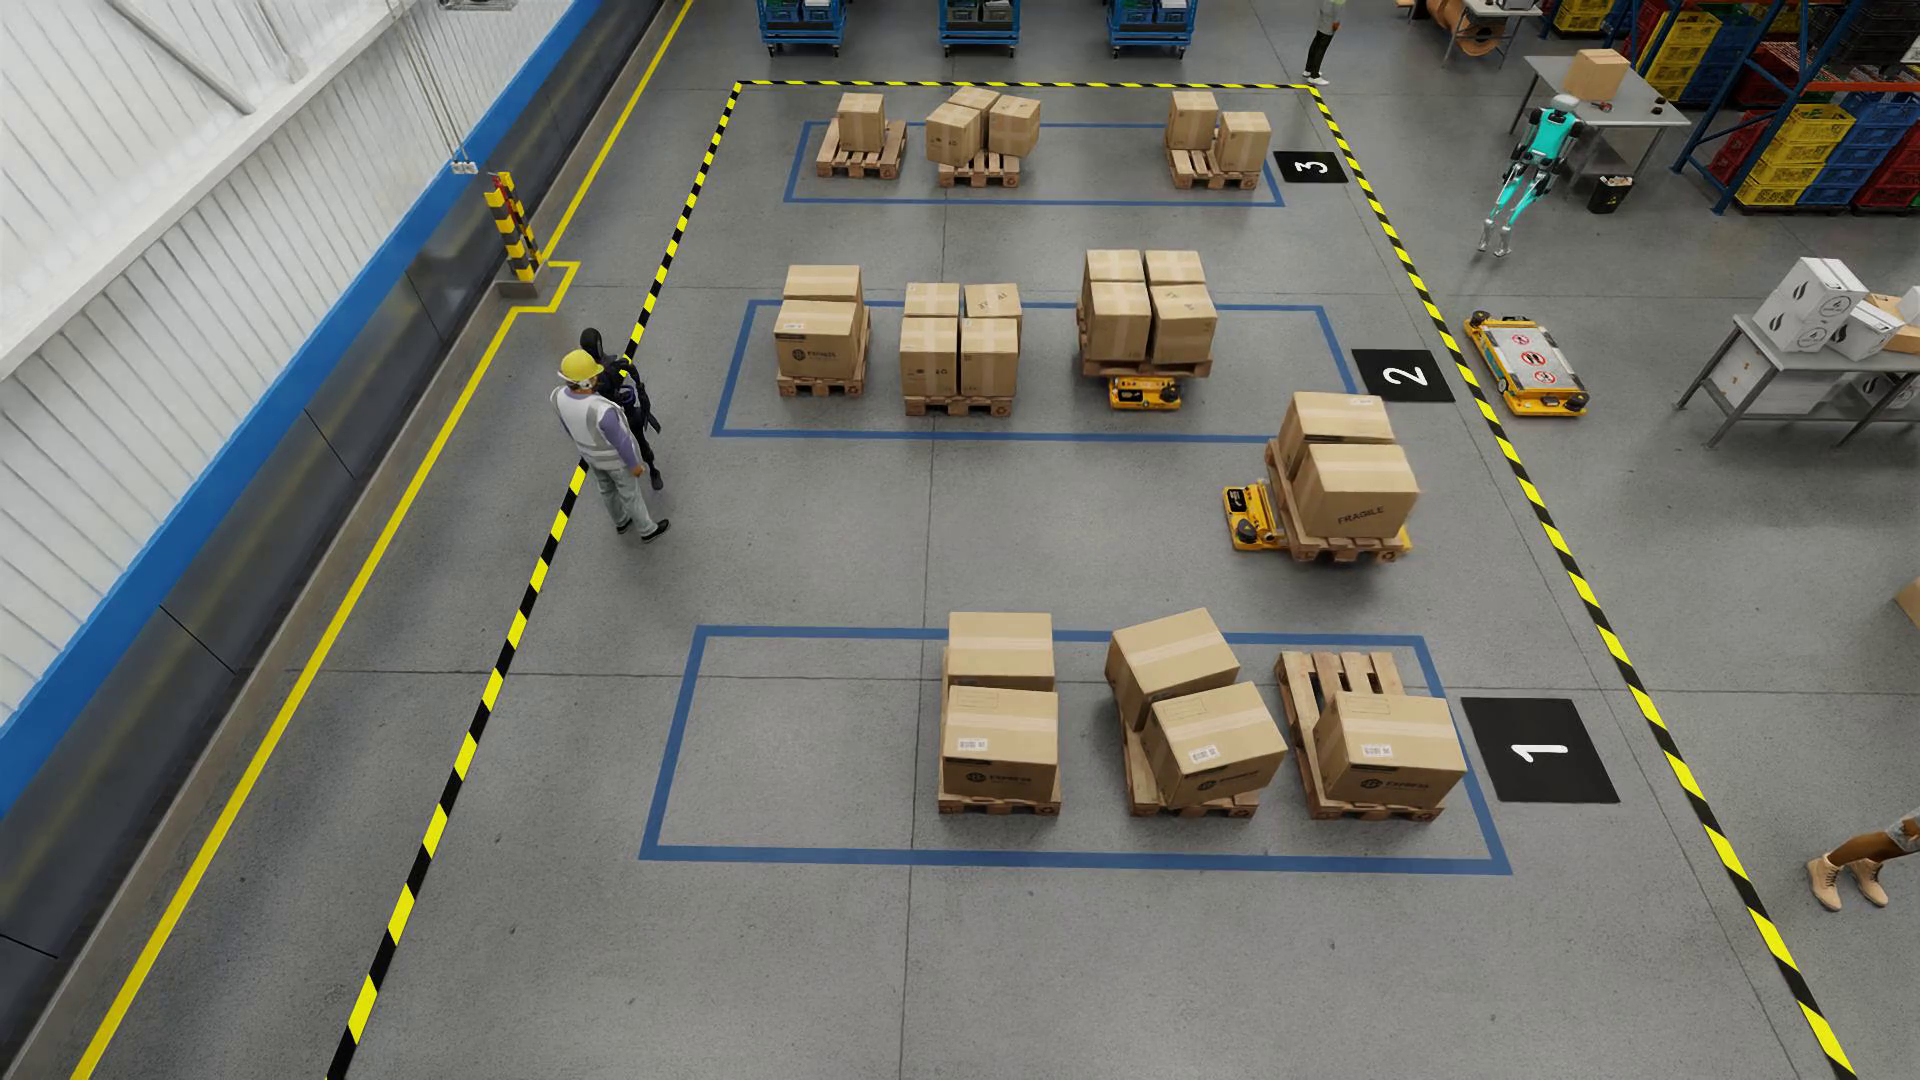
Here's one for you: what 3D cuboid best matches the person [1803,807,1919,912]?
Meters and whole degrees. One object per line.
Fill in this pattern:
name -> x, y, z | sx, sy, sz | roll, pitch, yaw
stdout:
person -> 5.593, 1.537, 5.033 | 0.613, 2.037, 0.385 | -2, 49, -2

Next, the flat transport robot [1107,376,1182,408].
flat transport robot -> 1.774, -1.851, 9.117 | 0.652, 0.197, 1.431 | 1, 49, 1

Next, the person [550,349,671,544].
person -> -2.715, -0.690, 7.102 | 0.586, 1.822, 0.404 | 22, 53, 18

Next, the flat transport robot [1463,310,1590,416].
flat transport robot -> 5.573, -1.757, 9.054 | 0.659, 0.231, 1.431 | 1, 49, 1

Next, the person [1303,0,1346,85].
person -> 5.269, -7.443, 12.929 | 0.383, 1.852, 0.588 | 0, 49, 0

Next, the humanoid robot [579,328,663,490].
humanoid robot -> -2.786, -1.031, 7.482 | 0.599, 1.659, 0.315 | -7, 50, -6

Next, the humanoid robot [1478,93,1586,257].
humanoid robot -> 5.983, -3.807, 9.768 | 0.735, 1.677, 0.533 | -35, 58, -27

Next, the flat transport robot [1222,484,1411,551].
flat transport robot -> 2.992, -0.216, 7.702 | 1.431, 0.197, 0.652 | 1, 49, 1
